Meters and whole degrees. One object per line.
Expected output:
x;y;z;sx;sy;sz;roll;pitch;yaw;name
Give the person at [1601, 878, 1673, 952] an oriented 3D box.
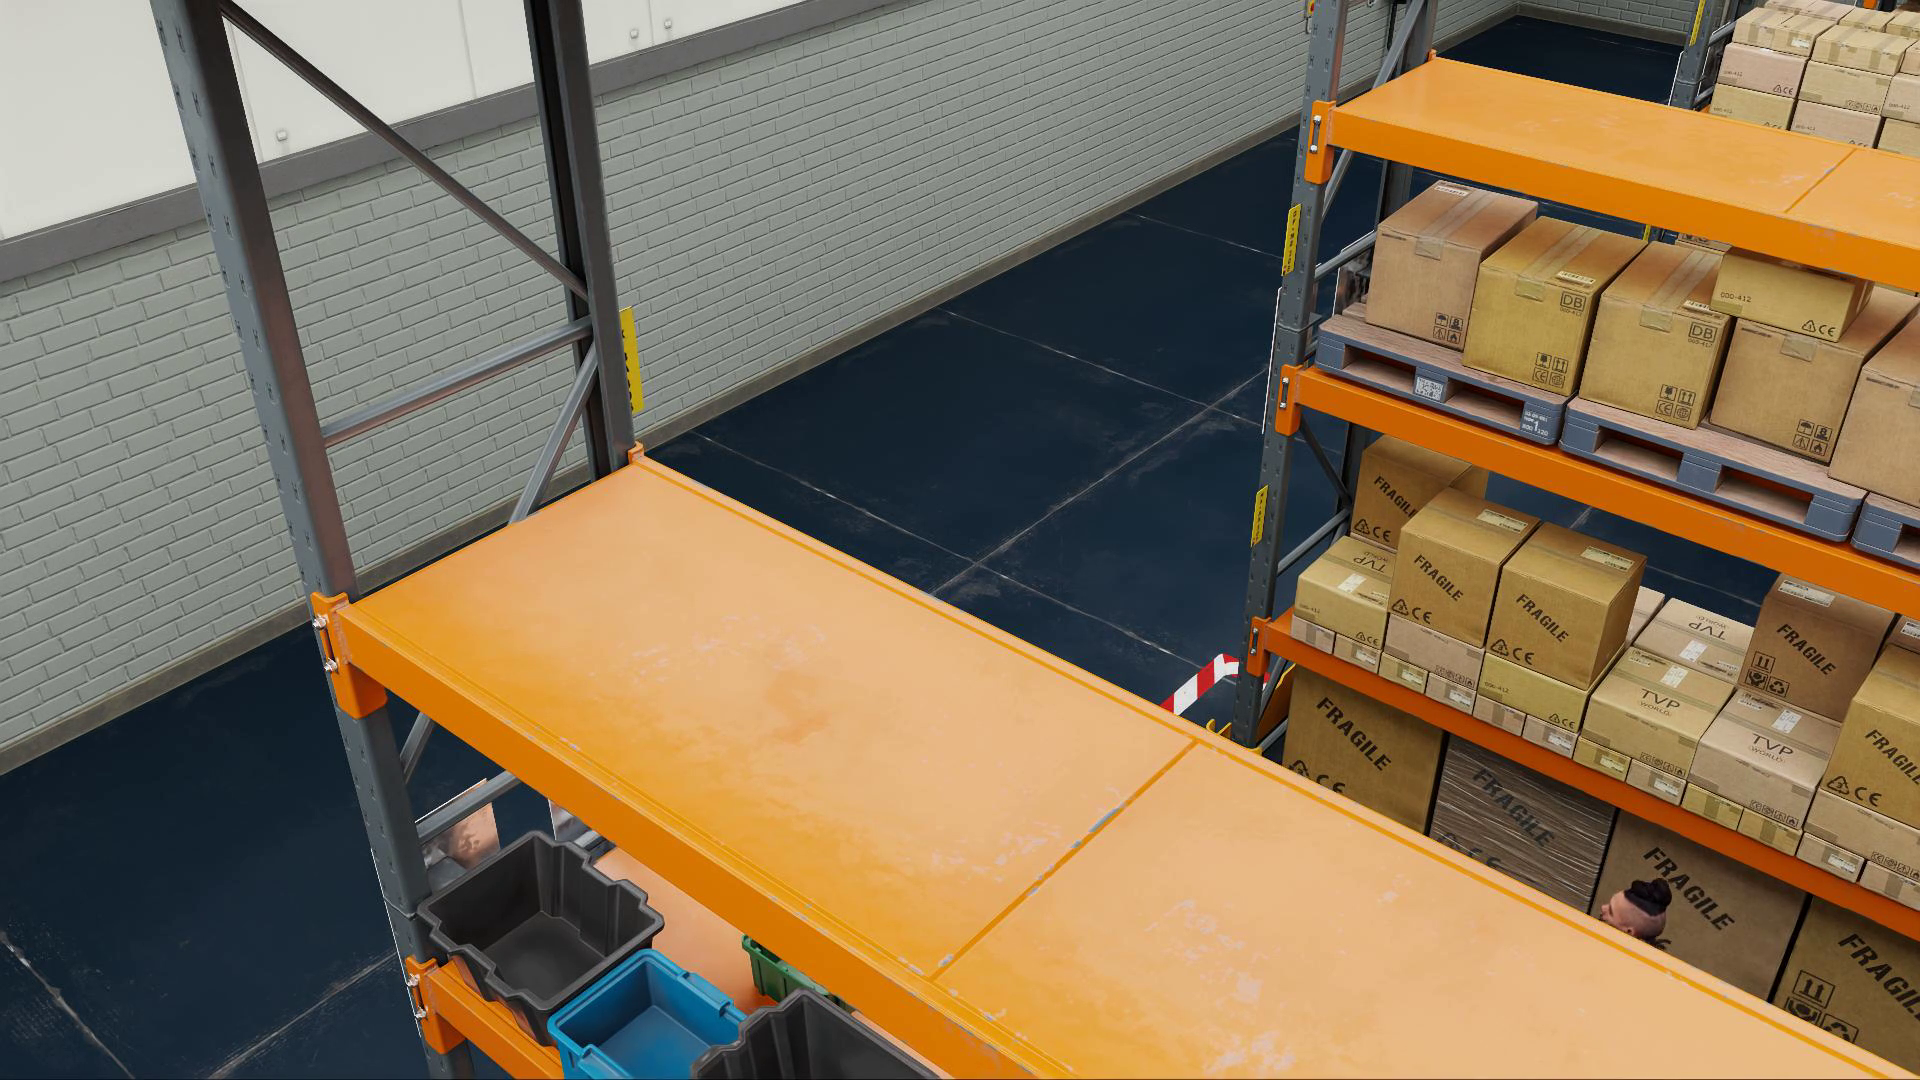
2.724;2.177;6.803;1.092;1.912;0.782;21;38;29;person
